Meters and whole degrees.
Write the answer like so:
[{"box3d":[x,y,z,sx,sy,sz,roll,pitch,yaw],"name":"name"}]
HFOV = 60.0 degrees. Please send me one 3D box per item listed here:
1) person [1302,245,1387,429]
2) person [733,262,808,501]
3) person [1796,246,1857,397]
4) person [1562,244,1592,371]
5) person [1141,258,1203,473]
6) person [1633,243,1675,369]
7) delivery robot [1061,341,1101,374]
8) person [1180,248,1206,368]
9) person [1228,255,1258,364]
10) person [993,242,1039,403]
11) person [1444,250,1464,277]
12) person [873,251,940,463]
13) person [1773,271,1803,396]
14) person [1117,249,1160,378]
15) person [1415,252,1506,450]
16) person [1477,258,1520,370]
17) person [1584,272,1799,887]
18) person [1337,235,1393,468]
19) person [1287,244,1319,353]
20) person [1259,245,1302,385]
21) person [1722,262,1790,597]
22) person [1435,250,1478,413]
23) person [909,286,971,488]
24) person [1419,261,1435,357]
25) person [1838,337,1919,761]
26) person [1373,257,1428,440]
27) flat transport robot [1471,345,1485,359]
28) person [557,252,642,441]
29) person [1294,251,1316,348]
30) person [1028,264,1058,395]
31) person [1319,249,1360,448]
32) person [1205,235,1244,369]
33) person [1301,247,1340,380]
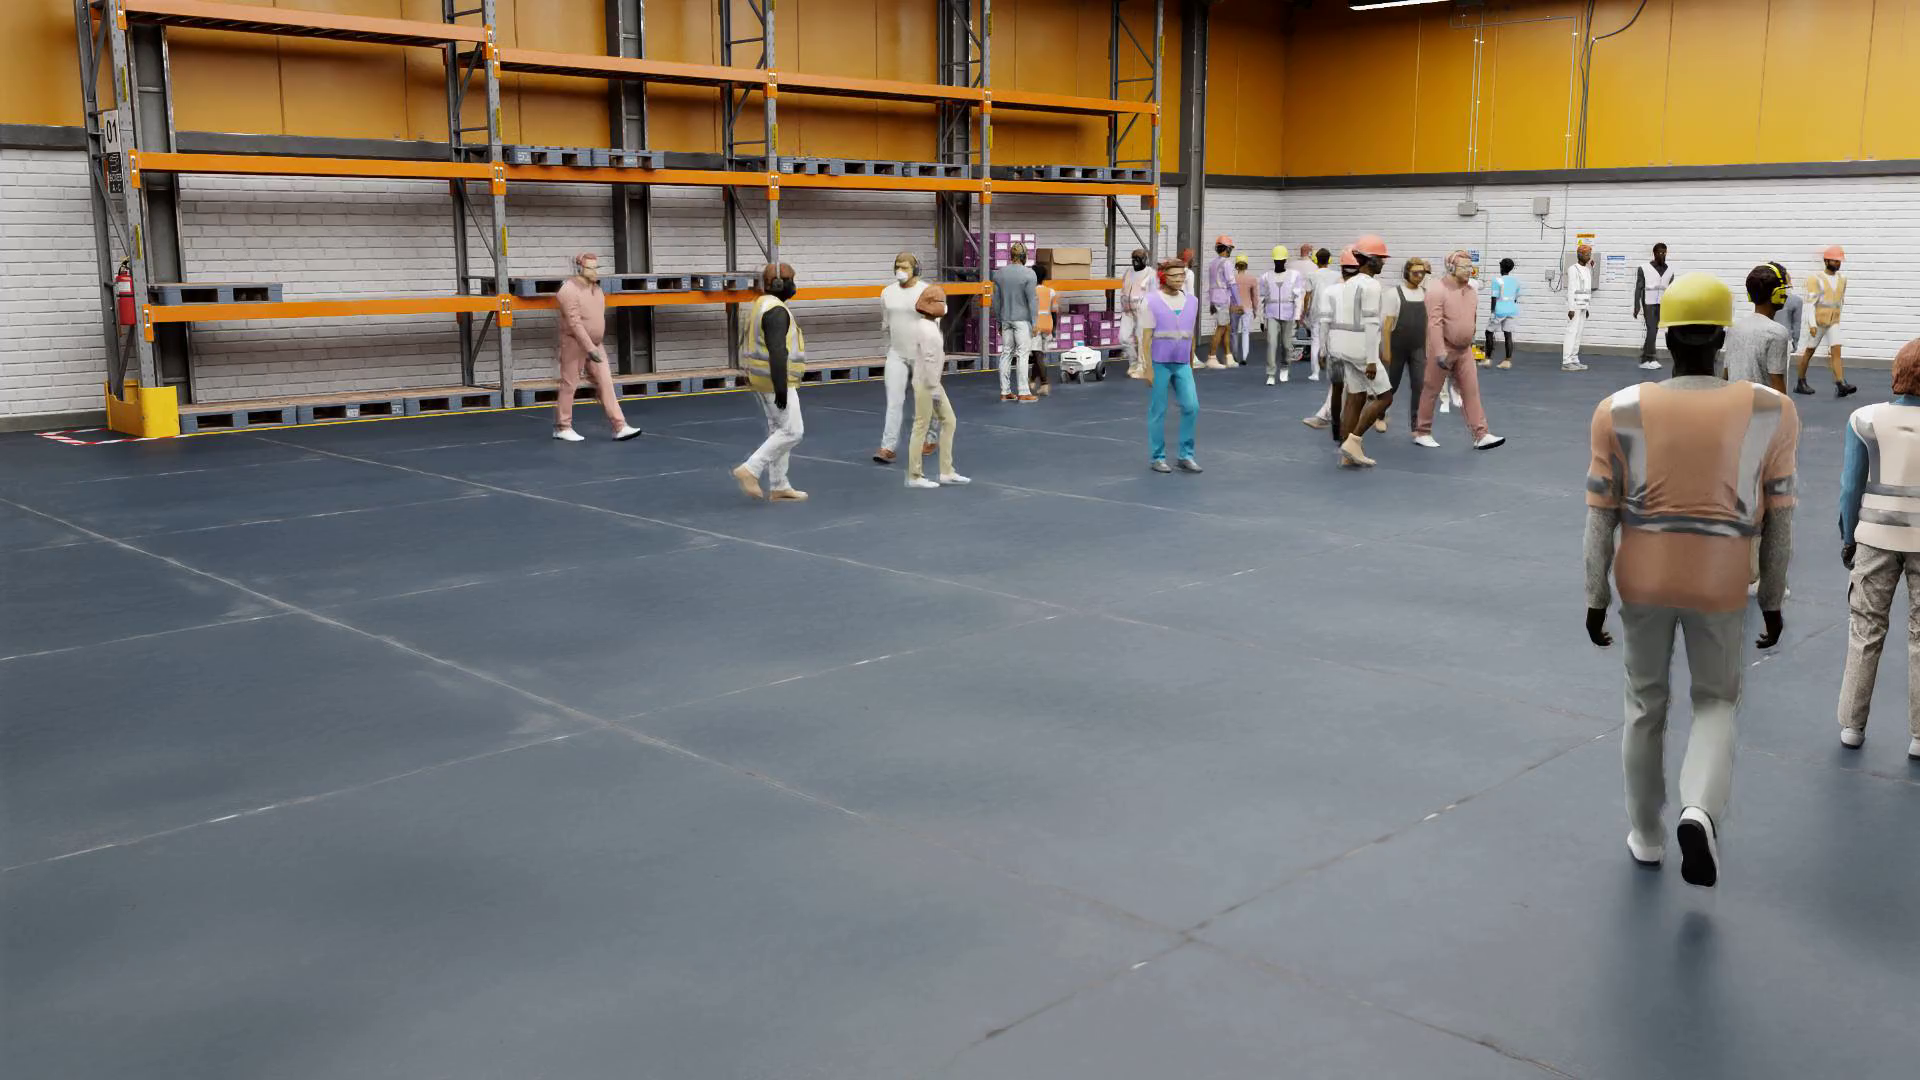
[{"box3d":[4.117,-2.127,17.490,1.079,1.923,0.639,-3,11,-15],"name":"person"},{"box3d":[-1.407,-1.170,12.506,0.502,1.825,0.643,-2,11,-12],"name":"person"},{"box3d":[10.914,-2.741,20.908,0.572,1.882,0.978,-2,11,-10],"name":"person"},{"box3d":[9.302,-3.493,25.020,0.337,1.881,0.584,10,14,42],"name":"person"},{"box3d":[1.816,-1.463,14.106,0.580,1.827,0.620,-5,11,-23],"name":"person"},{"box3d":[10.562,-3.516,25.100,0.621,1.893,0.788,-3,11,-14],"name":"person"},{"box3d":[1.669,-2.500,22.976,0.477,0.478,0.707,5,12,27],"name":"delivery robot"},{"box3d":[3.303,-3.474,25.072,0.997,1.831,0.590,-4,11,-21],"name":"person"},{"box3d":[4.440,-3.639,26.269,0.540,1.714,0.920,0,10,2],"name":"person"},{"box3d":[0.689,-2.633,20.181,0.635,1.937,0.352,8,13,38],"name":"person"},{"box3d":[8.380,-4.044,28.355,0.911,1.784,0.591,6,12,30],"name":"person"},{"box3d":[-0.452,-1.638,14.928,0.645,1.881,1.043,5,12,27],"name":"person"},{"box3d":[9.367,-2.275,19.089,0.494,1.623,0.290,4,11,23],"name":"person"},{"box3d":[2.519,-3.197,23.552,0.664,1.827,0.453,9,14,40],"name":"person"},{"box3d":[4.689,-1.760,15.638,0.648,1.861,0.981,-5,12,-27],"name":"person"},{"box3d":[8.186,-3.424,25.214,0.555,1.664,0.699,-4,11,-22],"name":"person"},{"box3d":[2.231,0.136,5.142,0.600,1.914,0.617,4,11,21],"name":"person"},{"box3d":[3.502,-1.603,14.332,0.428,2.023,0.633,-2,11,-8],"name":"person"},{"box3d":[5.889,-4.099,28.355,0.873,1.869,0.647,-10,14,-43],"name":"person"},{"box3d":[4.379,-3.079,22.753,0.581,1.894,0.866,2,11,13],"name":"person"},{"box3d":[4.487,-0.616,9.367,0.325,1.872,0.524,-2,11,-12],"name":"person"},{"box3d":[5.649,-2.388,19.091,0.521,1.857,0.457,2,11,12],"name":"person"},{"box3d":[-0.139,-1.212,13.291,0.616,1.613,0.526,1,10,6],"name":"person"},{"box3d":[7.428,-3.614,26.440,0.317,1.616,0.654,-1,10,-6],"name":"person"},{"box3d":[3.672,0.035,6.446,0.513,1.641,0.307,9,14,41],"name":"person"},{"box3d":[4.440,-1.924,16.659,0.518,1.824,0.856,-2,11,-10],"name":"person"},{"box3d":[7.904,-3.111,27.339,1.431,0.197,0.652,3,11,15],"name":"flat transport robot"},{"box3d":[-3.602,-1.864,16.233,0.983,1.847,0.635,6,12,29],"name":"person"},{"box3d":[6.160,-4.216,29.327,0.482,1.754,0.574,5,12,27],"name":"person"},{"box3d":[0.962,-2.687,21.253,0.540,1.642,0.882,-6,12,-30],"name":"person"},{"box3d":[3.754,-1.853,16.075,0.541,1.879,0.963,3,11,17],"name":"person"},{"box3d":[4.008,-3.592,25.212,0.642,2.019,0.693,-2,11,-12],"name":"person"},{"box3d":[5.023,-3.133,23.153,0.514,1.857,0.530,0,10,-3],"name":"person"}]
